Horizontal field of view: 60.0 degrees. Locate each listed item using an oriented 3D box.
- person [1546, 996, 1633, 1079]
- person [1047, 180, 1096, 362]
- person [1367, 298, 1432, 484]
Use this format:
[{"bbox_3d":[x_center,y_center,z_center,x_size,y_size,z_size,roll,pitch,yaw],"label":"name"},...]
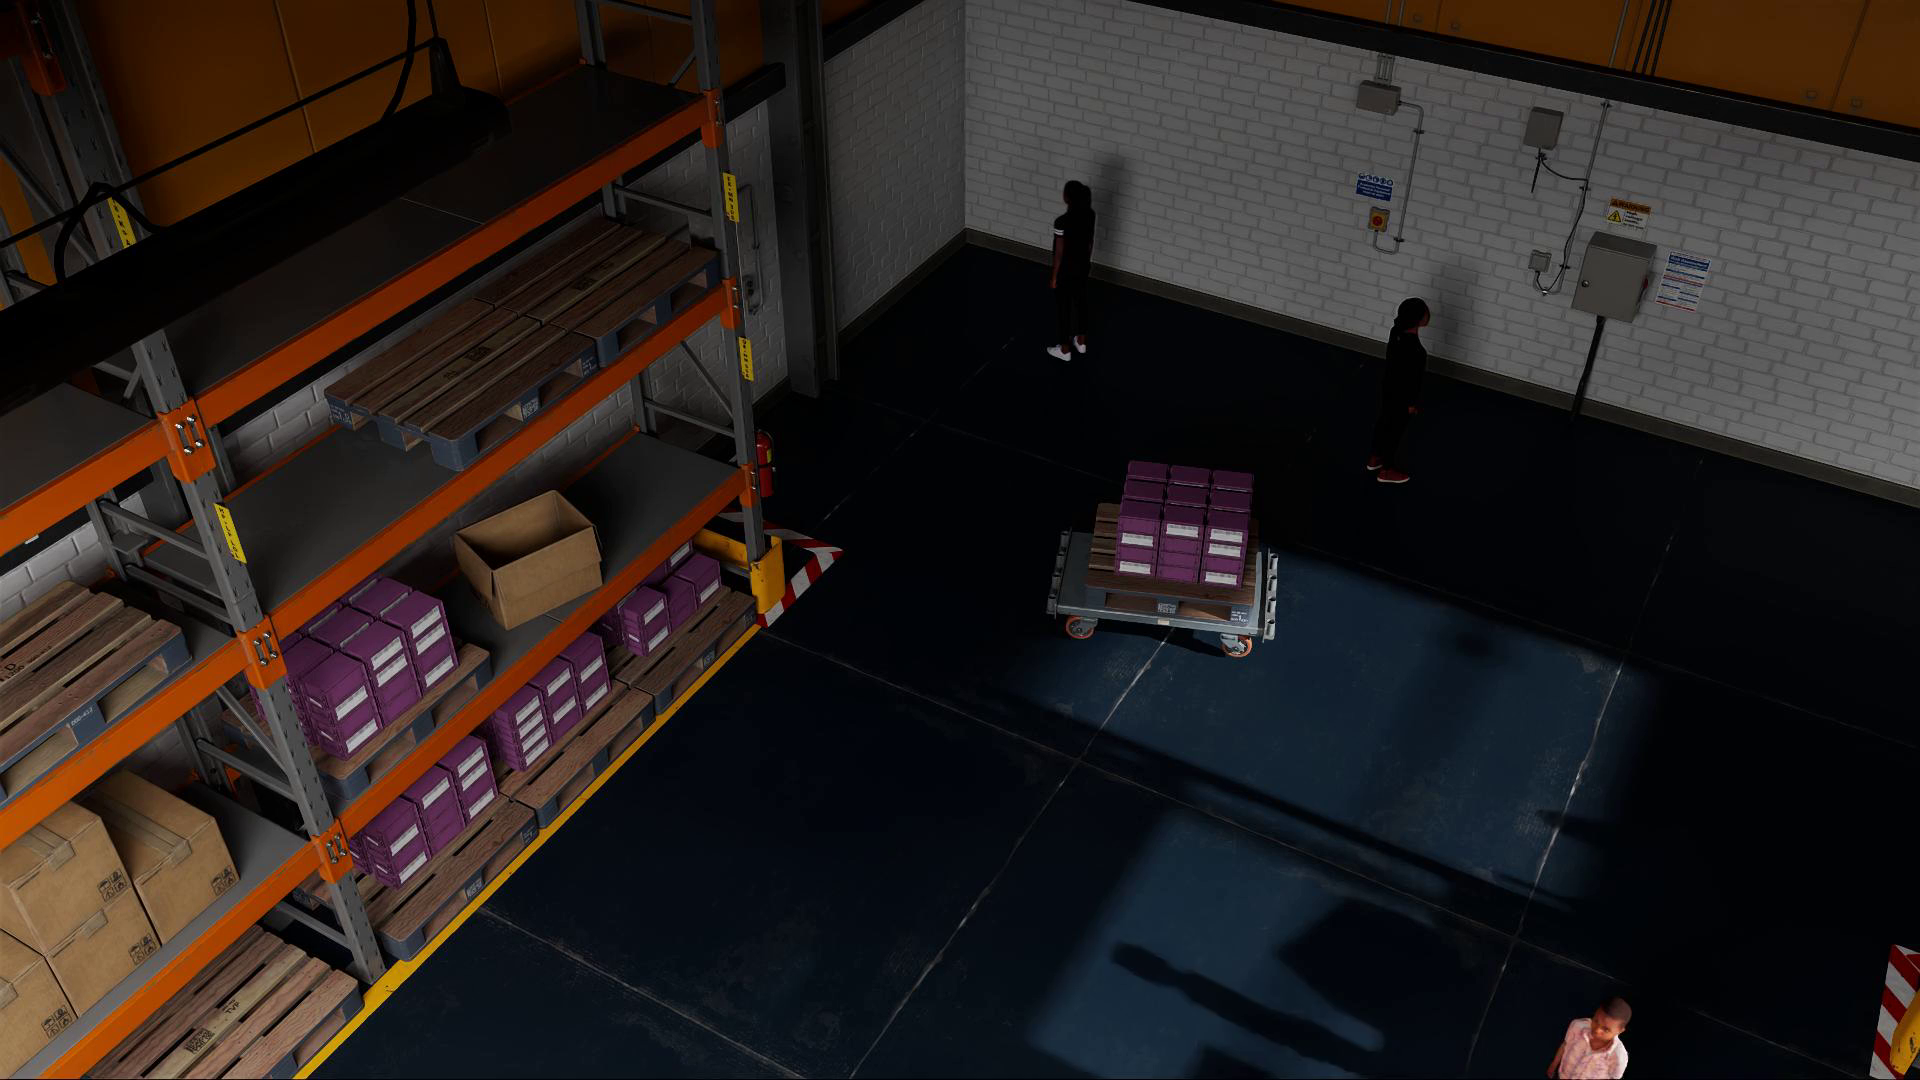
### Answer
[{"bbox_3d":[3.305,2.798,8.721,0.887,1.292,0.705,-25,45,-28],"label":"person"},{"bbox_3d":[0.999,-2.425,14.911,0.620,1.730,0.753,-26,46,-29],"label":"person"},{"bbox_3d":[3.551,-1.215,13.440,0.738,1.675,0.678,-9,40,-12],"label":"person"}]
